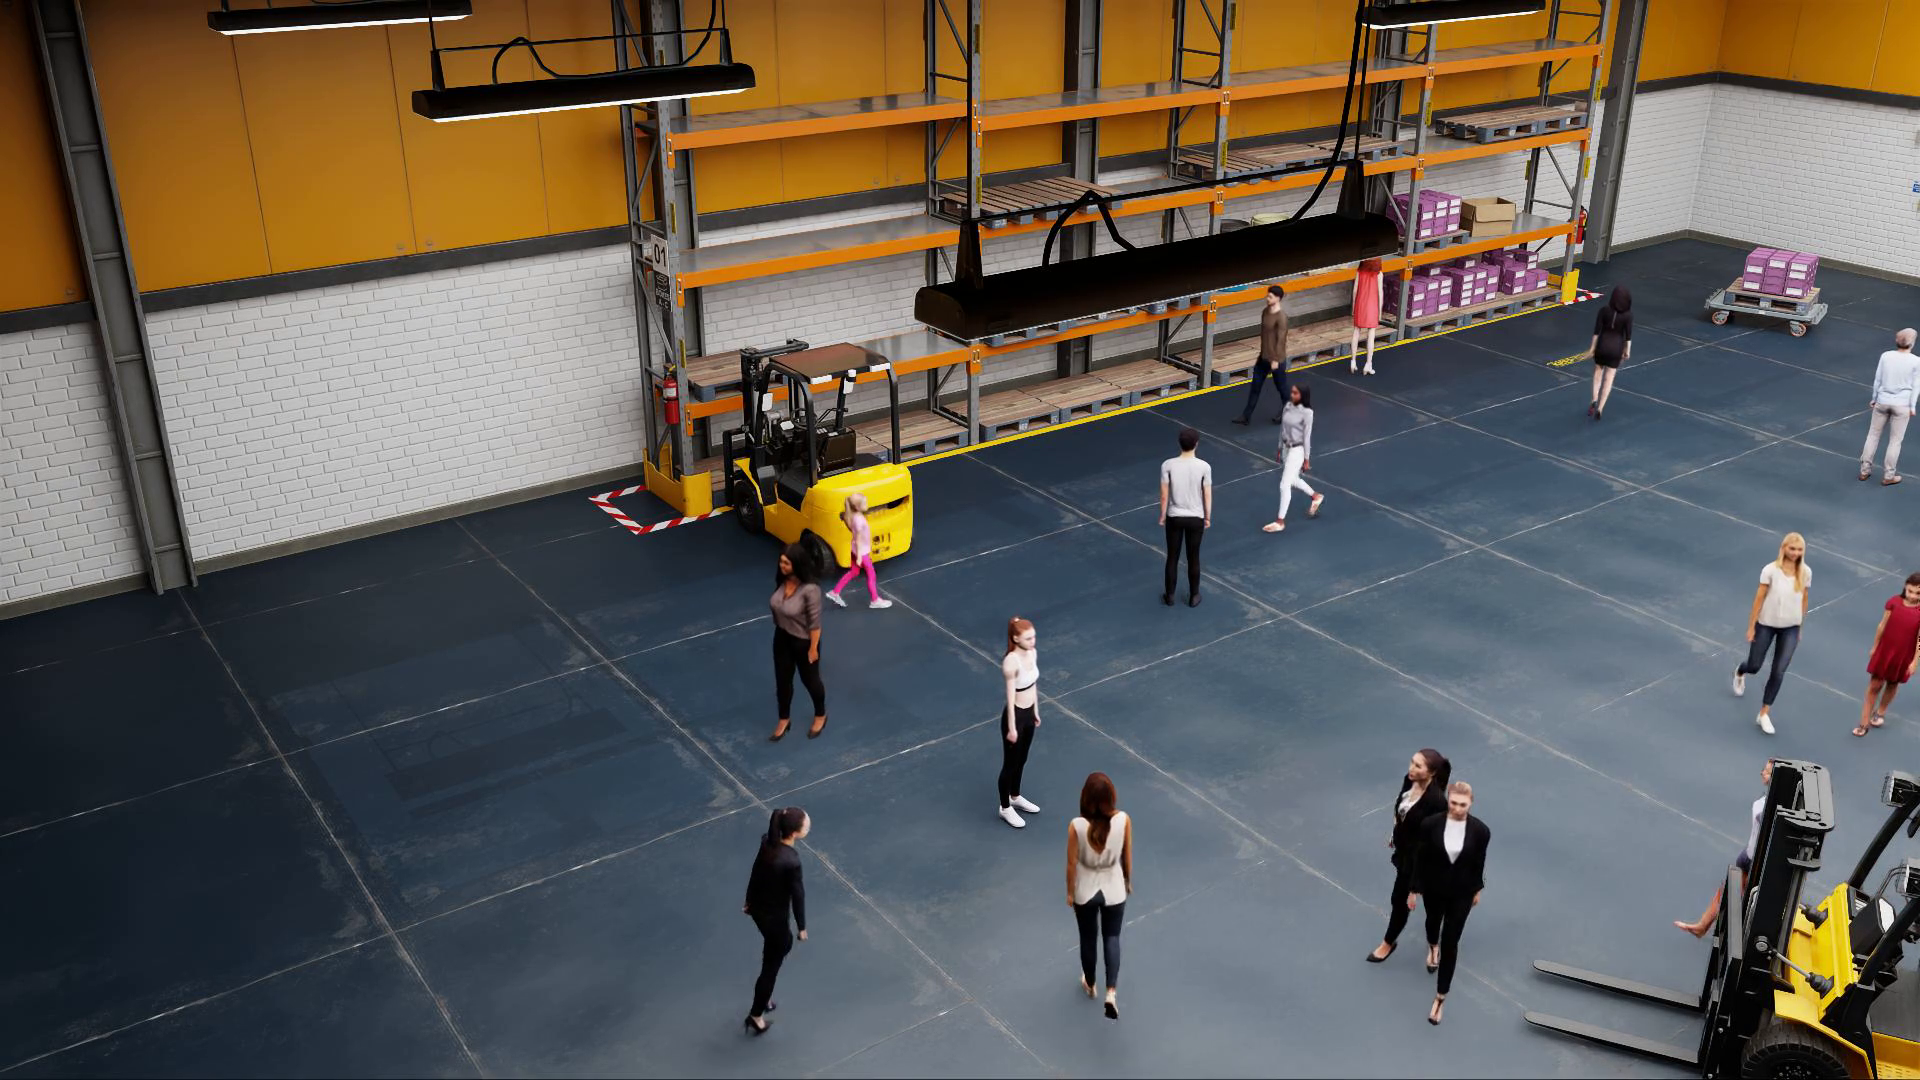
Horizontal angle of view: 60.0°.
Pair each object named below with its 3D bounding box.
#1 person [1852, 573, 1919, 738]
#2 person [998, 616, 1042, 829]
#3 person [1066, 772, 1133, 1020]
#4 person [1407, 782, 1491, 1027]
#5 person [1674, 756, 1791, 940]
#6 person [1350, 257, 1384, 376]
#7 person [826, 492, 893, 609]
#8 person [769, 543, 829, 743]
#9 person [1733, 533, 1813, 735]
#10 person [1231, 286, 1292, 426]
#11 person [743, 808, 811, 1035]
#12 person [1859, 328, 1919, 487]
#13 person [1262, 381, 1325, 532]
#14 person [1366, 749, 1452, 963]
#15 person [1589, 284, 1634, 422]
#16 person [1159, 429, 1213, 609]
[{"bbox_3d":[8.126,0.941,14.396,0.731,1.525,0.955,17,29,34],"label":"person"},{"bbox_3d":[0.460,1.405,13.066,0.709,1.740,0.572,15,28,31],"label":"person"},{"bbox_3d":[0.927,2.352,10.860,0.919,1.772,0.916,-1,24,-3],"label":"person"},{"bbox_3d":[3.243,2.314,11.095,1.052,1.653,1.183,8,25,17],"label":"person"},{"bbox_3d":[5.601,2.226,11.390,1.029,1.577,0.994,5,24,12],"label":"person"},{"bbox_3d":[5.768,-3.252,23.613,0.642,1.826,0.604,18,29,35],"label":"person"},{"bbox_3d":[-1.059,0.113,16.627,0.946,1.256,0.737,-4,24,-9],"label":"person"},{"bbox_3d":[-1.345,0.857,14.196,0.759,1.839,0.809,18,29,35],"label":"person"},{"bbox_3d":[7.076,0.755,14.488,0.984,1.791,1.017,2,24,5],"label":"person"},{"bbox_3d":[4.116,-2.367,21.572,1.160,1.839,0.719,-13,27,-27],"label":"person"},{"bbox_3d":[-1.252,2.472,10.708,0.699,1.674,0.618,-18,29,-35],"label":"person"},{"bbox_3d":[11.067,-1.593,19.733,0.609,1.894,0.686,-20,30,-38],"label":"person"},{"bbox_3d":[3.788,-0.946,18.500,1.156,1.695,0.719,-11,26,-24],"label":"person"},{"bbox_3d":[3.204,2.154,11.481,1.090,1.637,0.836,-6,24,-14],"label":"person"},{"bbox_3d":[8.462,-2.408,21.734,0.791,1.784,0.866,13,27,27],"label":"person"},{"bbox_3d":[2.246,-0.217,16.625,0.732,1.862,0.788,4,24,10],"label":"person"}]
